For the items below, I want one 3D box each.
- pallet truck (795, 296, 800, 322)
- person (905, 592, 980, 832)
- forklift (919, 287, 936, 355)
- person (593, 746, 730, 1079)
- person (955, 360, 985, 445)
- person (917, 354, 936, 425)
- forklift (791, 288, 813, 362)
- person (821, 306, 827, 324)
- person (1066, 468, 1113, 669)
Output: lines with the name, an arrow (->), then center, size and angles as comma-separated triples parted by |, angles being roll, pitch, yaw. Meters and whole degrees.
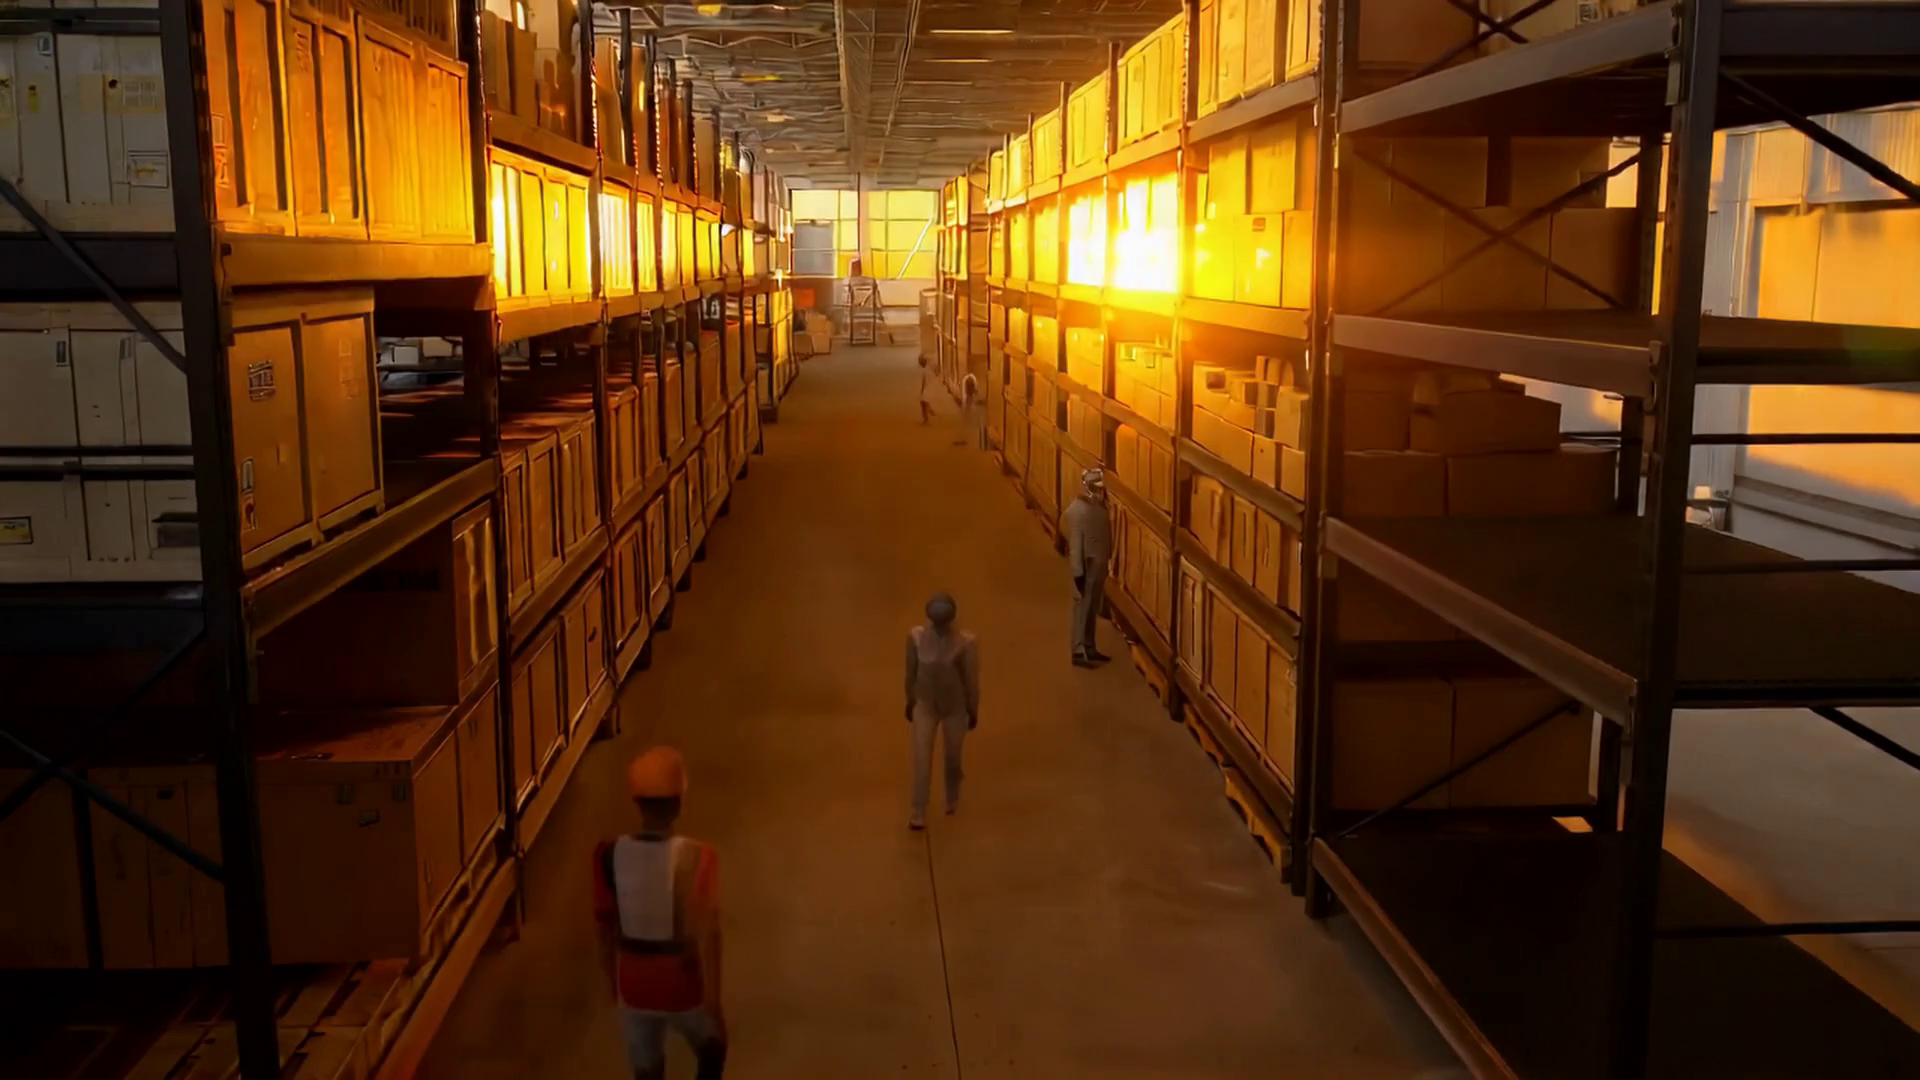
pallet truck -> -8.622, -12.439, 91.403 | 1.885, 1.965, 0.823 | 2, 10, 13
person -> -0.133, 1.155, 11.336 | 0.540, 1.602, 0.707 | 2, 10, 10
forklift -> -1.085, -8.861, 67.398 | 1.129, 2.768, 1.873 | -1, 10, -3
person -> -1.177, 1.774, 6.699 | 0.556, 1.923, 0.479 | 3, 10, 16
person -> 0.344, -2.885, 34.927 | 0.963, 1.794, 0.596 | 1, 10, 5
person -> -0.832, -3.541, 39.162 | 0.395, 1.682, 0.557 | 0, 10, 0
forklift -> -6.397, -8.275, 63.900 | 1.129, 2.768, 1.873 | -3, 10, -20
person -> -6.635, -10.574, 81.195 | 0.322, 1.688, 0.533 | -3, 10, -20
person -> 1.255, 0.256, 15.844 | 0.409, 1.905, 0.651 | 5, 11, 26
